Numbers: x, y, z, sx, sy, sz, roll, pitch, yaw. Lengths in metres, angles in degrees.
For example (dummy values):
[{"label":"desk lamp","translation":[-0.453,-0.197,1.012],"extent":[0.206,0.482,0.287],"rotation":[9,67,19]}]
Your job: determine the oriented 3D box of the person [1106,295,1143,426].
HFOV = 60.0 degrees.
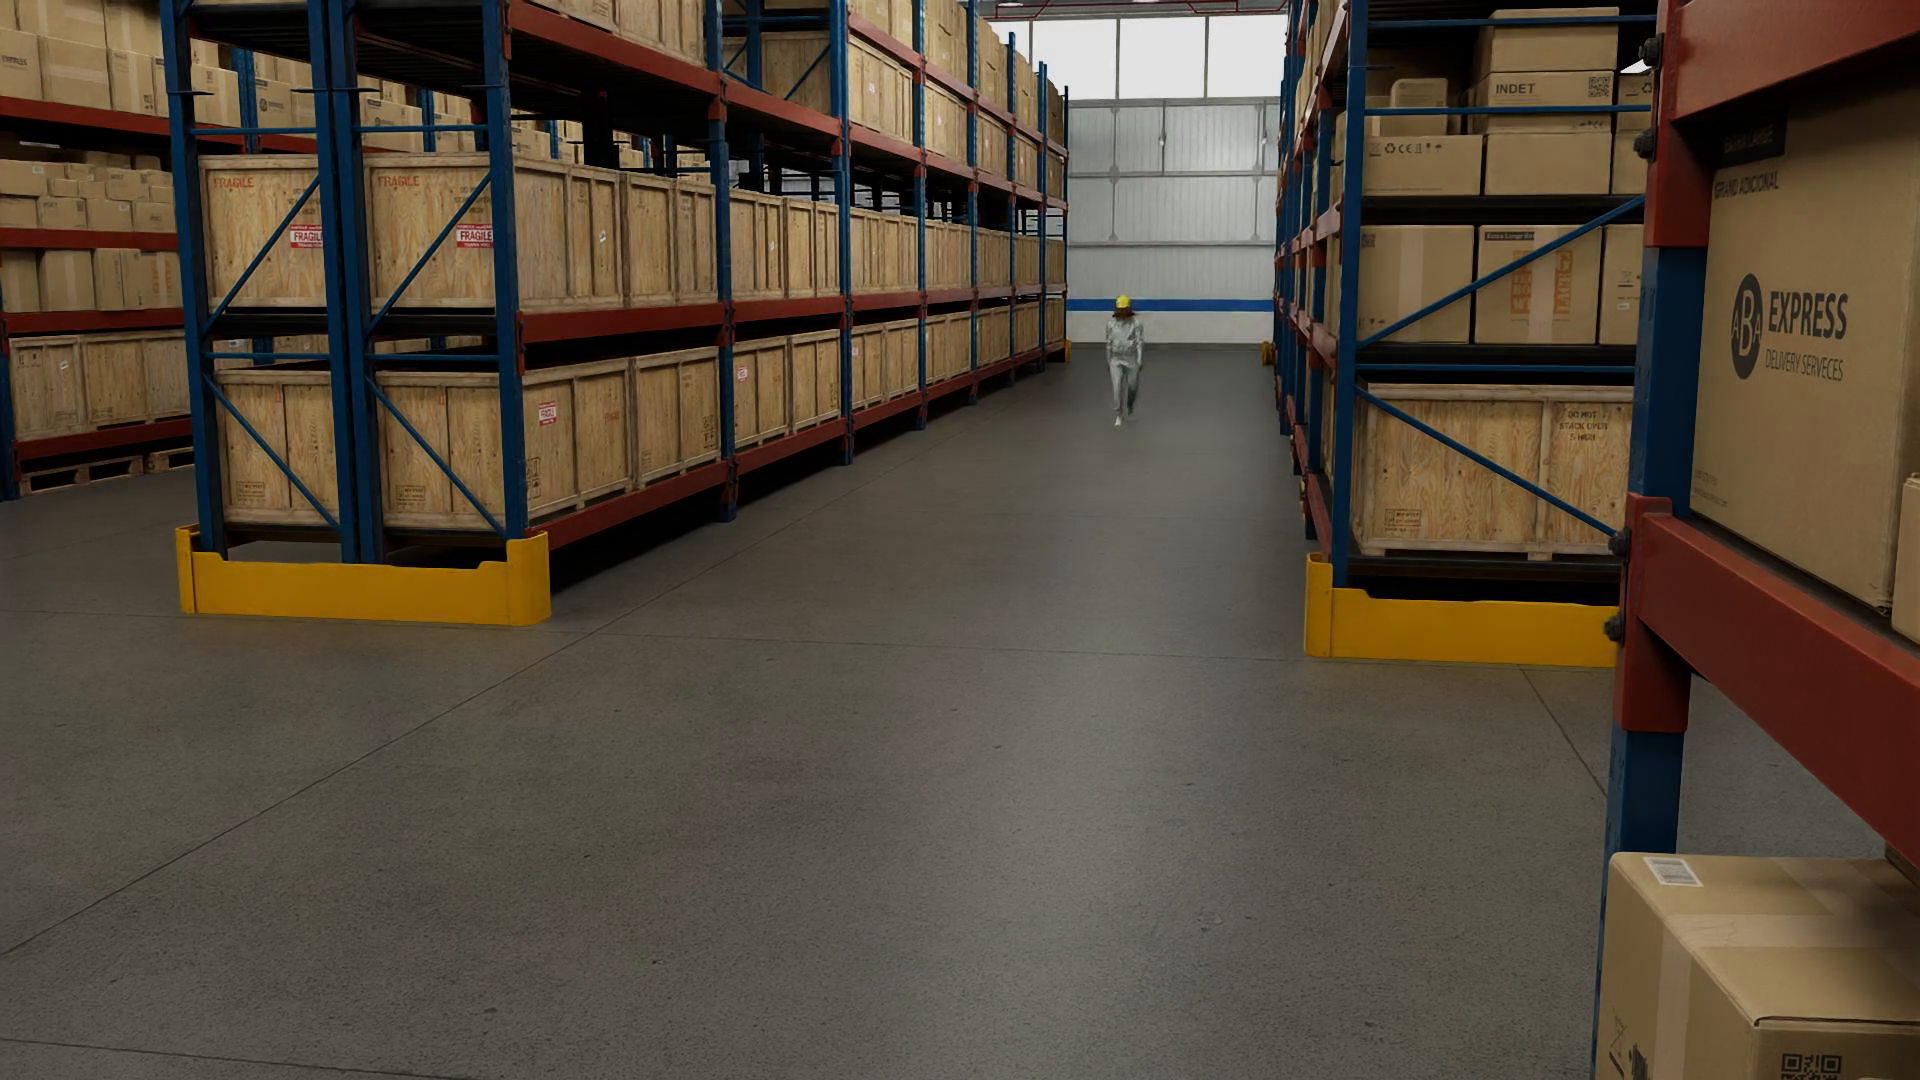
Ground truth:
[{"label":"person","translation":[2.179,-2.383,22.020],"extent":[0.492,1.715,0.621],"rotation":[1,9,9]}]
